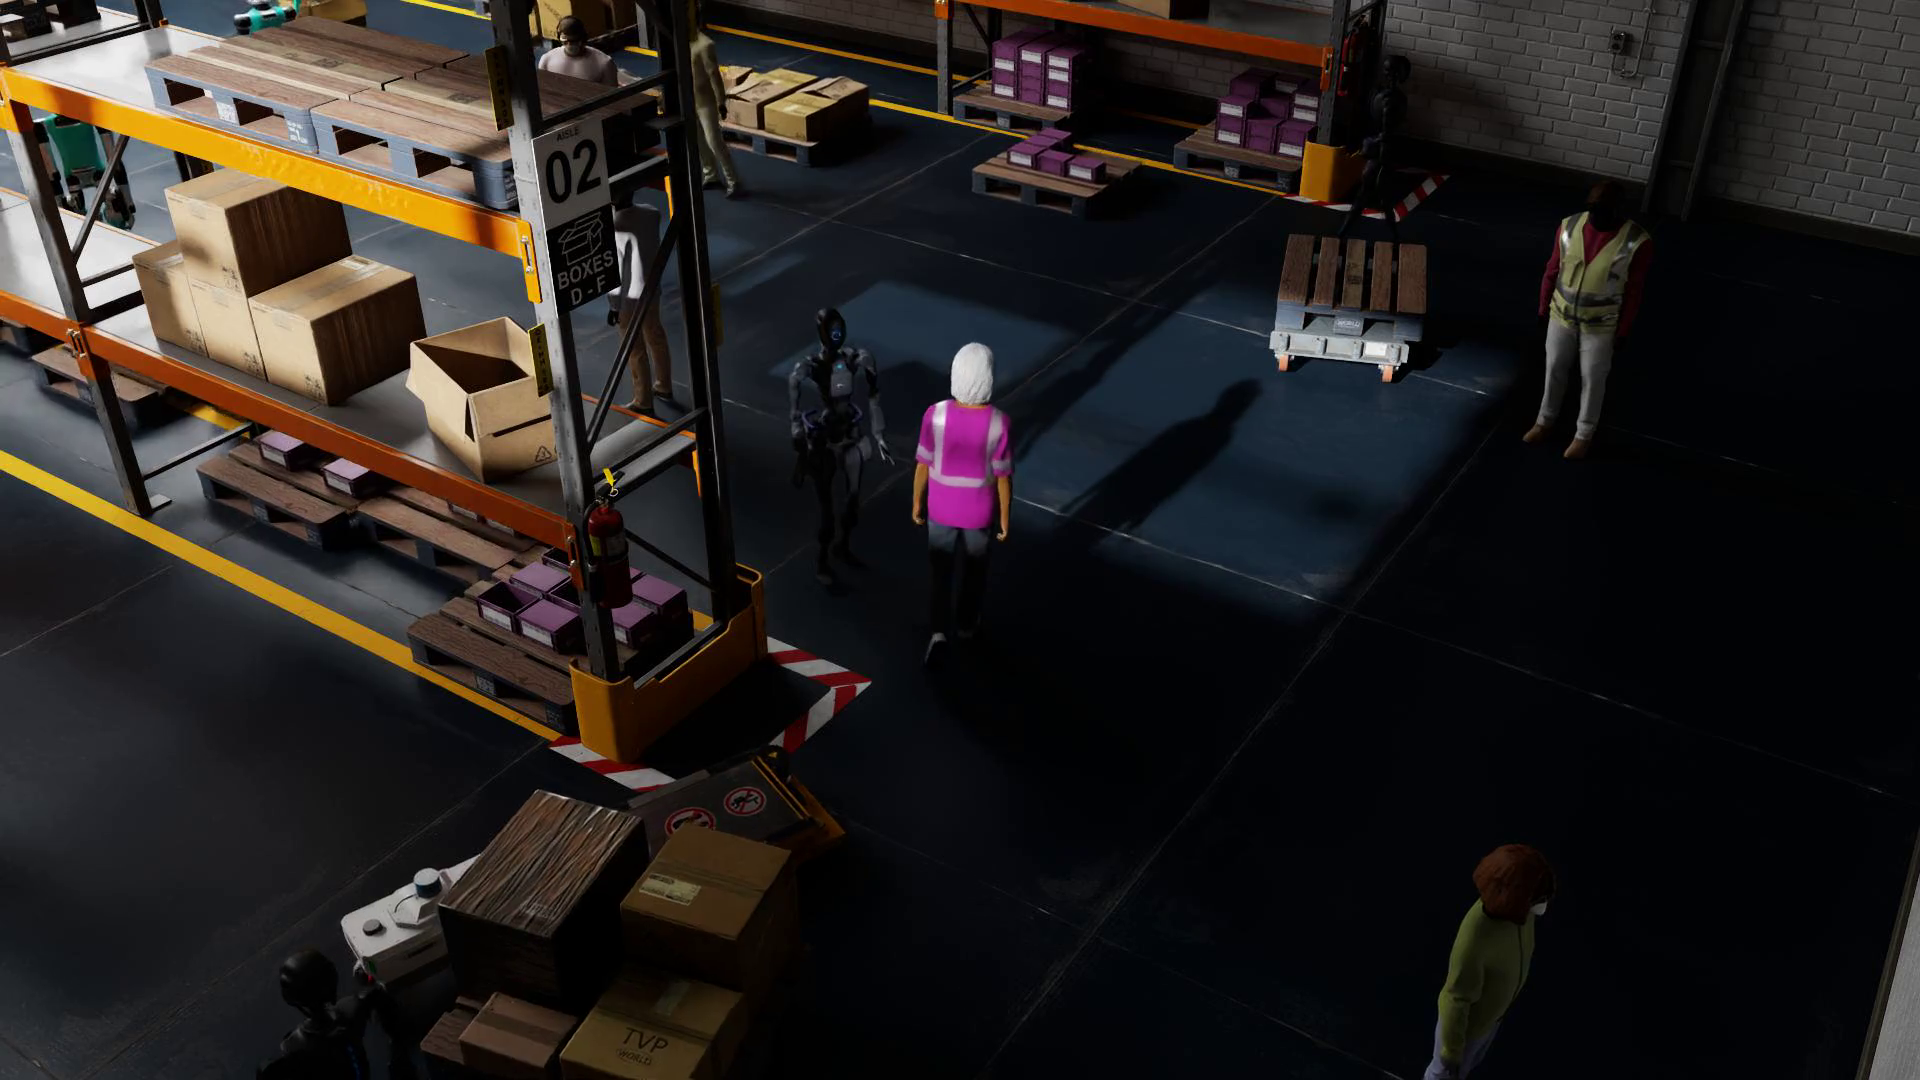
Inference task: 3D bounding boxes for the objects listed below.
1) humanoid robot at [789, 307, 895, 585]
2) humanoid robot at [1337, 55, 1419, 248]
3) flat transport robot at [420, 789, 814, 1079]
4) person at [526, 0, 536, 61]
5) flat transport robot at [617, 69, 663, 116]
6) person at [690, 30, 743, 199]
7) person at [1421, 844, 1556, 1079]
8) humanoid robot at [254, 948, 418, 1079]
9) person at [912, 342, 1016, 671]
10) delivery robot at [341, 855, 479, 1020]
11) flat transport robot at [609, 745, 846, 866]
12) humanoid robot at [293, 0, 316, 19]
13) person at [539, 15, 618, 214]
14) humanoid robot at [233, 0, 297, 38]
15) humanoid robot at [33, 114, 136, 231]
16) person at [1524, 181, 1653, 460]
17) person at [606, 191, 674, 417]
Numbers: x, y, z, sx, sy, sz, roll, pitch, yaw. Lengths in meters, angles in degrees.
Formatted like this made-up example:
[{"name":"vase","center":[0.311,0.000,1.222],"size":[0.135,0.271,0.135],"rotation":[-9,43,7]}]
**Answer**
[{"name":"humanoid robot","center":[-0.671,-0.537,9.408],"size":[0.599,1.659,0.371],"rotation":[-16,36,-23]},{"name":"humanoid robot","center":[3.400,-3.065,13.327],"size":[0.750,1.623,0.584],"rotation":[7,34,11]},{"name":"flat transport robot","center":[-1.351,2.084,6.670],"size":[0.659,0.231,1.431],"rotation":[12,35,17]},{"name":"person","center":[-3.966,-4.283,14.917],"size":[0.426,1.949,0.497],"rotation":[4,33,6]},{"name":"flat transport robot","center":[-3.460,-4.469,16.742],"size":[0.659,0.231,1.431],"rotation":[-22,39,-30]},{"name":"person","center":[-2.278,-3.837,14.450],"size":[0.656,1.704,0.390],"rotation":[25,41,33]},{"name":"person","center":[1.869,1.709,5.992],"size":[0.272,1.632,0.502],"rotation":[26,41,34]},{"name":"humanoid robot","center":[-2.013,2.016,5.486],"size":[0.417,1.643,0.611],"rotation":[19,38,27]},{"name":"person","center":[0.010,-0.139,8.663],"size":[0.558,1.821,0.703],"rotation":[3,33,4]},{"name":"delivery robot","center":[-2.205,1.639,7.084],"size":[0.765,0.585,0.499],"rotation":[-23,39,-31]},{"name":"flat transport robot","center":[-1.306,1.431,7.674],"size":[1.431,0.231,0.659],"rotation":[-20,38,-28]},{"name":"humanoid robot","center":[-7.083,-6.080,17.958],"size":[0.562,1.868,0.769],"rotation":[-23,39,-31]},{"name":"person","center":[-3.009,-3.239,13.325],"size":[0.626,1.936,0.372],"rotation":[0,33,0]},{"name":"humanoid robot","center":[-6.170,-4.076,14.852],"size":[0.530,1.786,1.031],"rotation":[-26,41,-34]},{"name":"humanoid robot","center":[-6.248,-2.304,12.068],"size":[0.600,1.774,0.863],"rotation":[-12,35,-18]},{"name":"person","center":[3.978,-1.411,10.614],"size":[0.633,1.831,0.429],"rotation":[26,41,34]},{"name":"person","center":[-2.184,-1.662,11.066],"size":[0.341,1.748,0.571],"rotation":[15,36,22]}]
